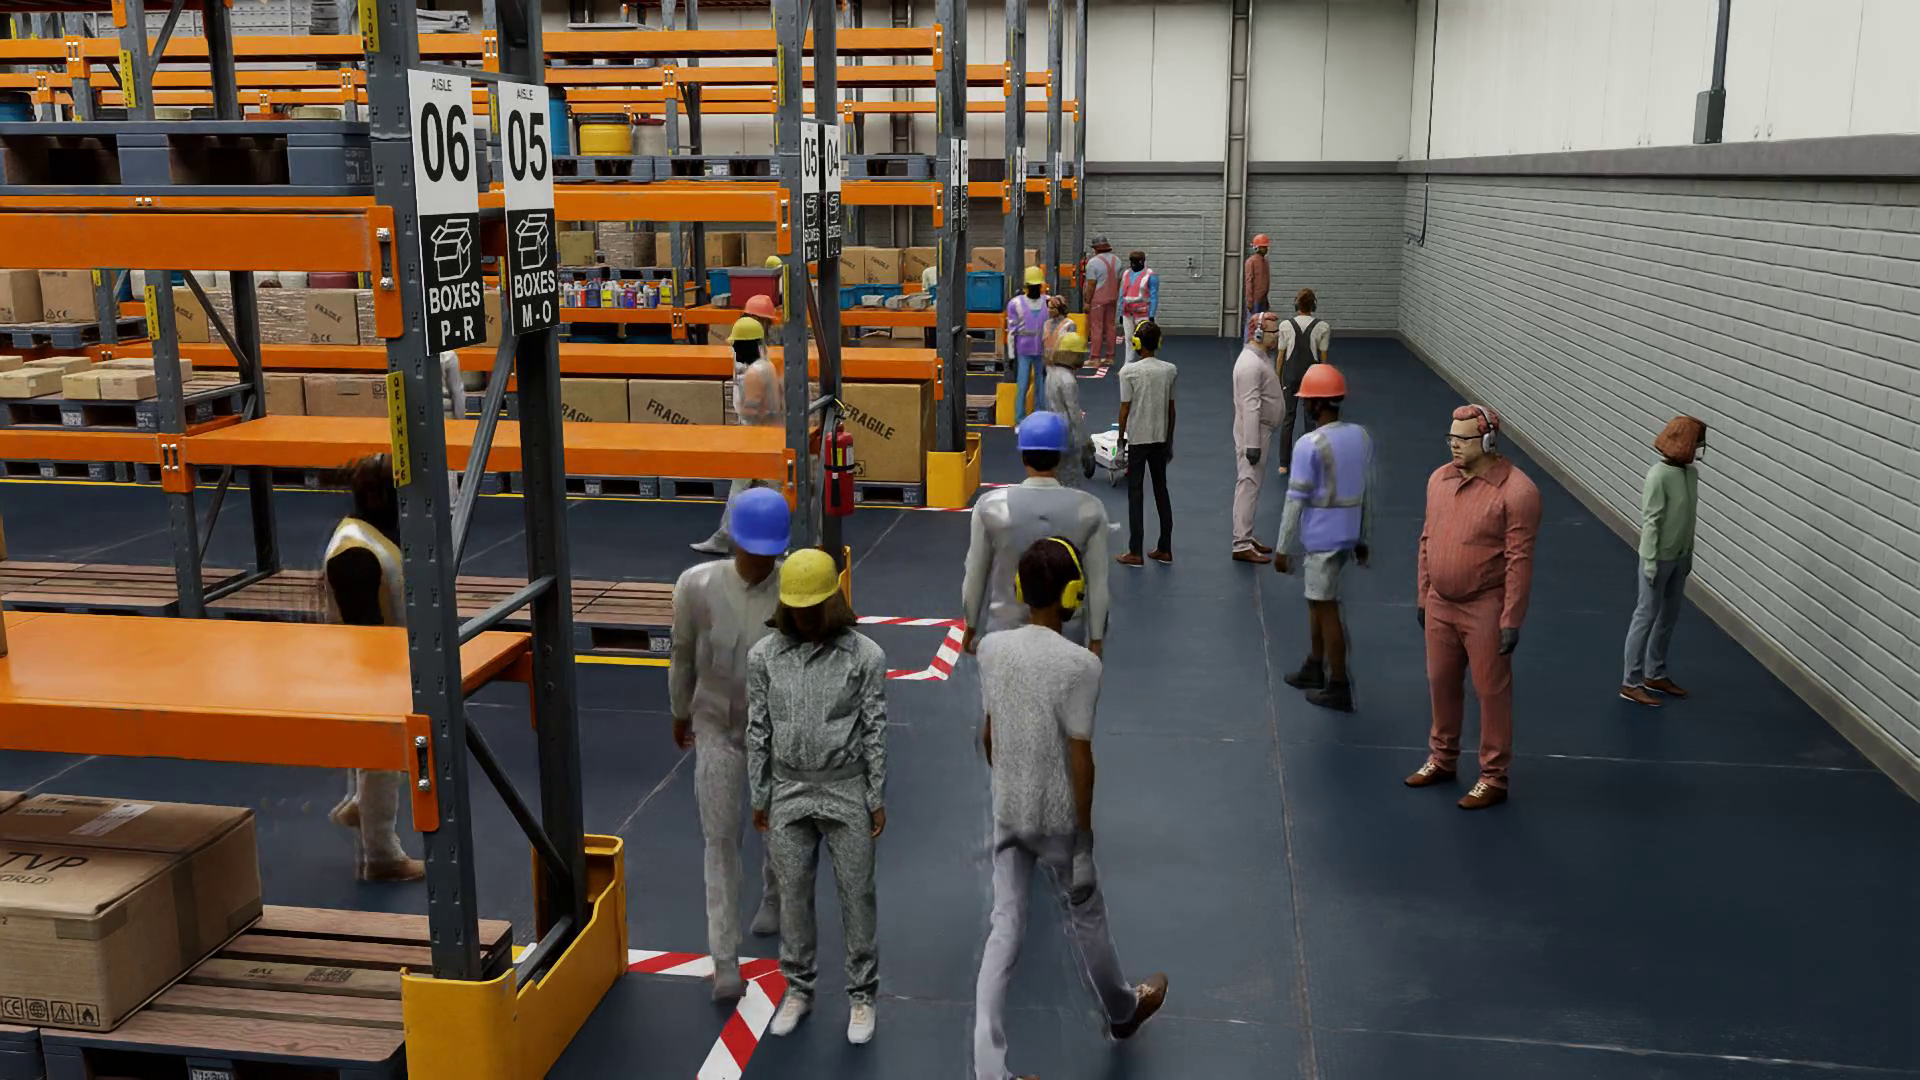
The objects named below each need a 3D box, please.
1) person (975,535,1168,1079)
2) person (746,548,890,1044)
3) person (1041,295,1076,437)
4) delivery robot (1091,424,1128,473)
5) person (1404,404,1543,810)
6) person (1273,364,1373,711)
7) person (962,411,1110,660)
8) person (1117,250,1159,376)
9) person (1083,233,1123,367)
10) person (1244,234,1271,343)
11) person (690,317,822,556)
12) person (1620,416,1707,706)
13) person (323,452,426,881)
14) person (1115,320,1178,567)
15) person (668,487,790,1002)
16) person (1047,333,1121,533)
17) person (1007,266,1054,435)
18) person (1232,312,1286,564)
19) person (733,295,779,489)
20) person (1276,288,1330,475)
[{"bbox_3d":[0.332,0.884,5.382,0.527,1.815,0.968,10,16,37],"label":"person"},{"bbox_3d":[-0.483,0.869,5.654,0.491,1.735,0.326,2,13,8],"label":"person"},{"bbox_3d":[1.079,-1.858,18.196,0.317,1.632,0.524,-10,16,-37],"label":"person"},{"bbox_3d":[1.507,-0.875,15.990,0.477,0.478,0.707,-3,13,-14],"label":"delivery robot"},{"bbox_3d":[2.382,0.307,7.822,0.400,1.900,0.650,-8,15,-32],"label":"person"},{"bbox_3d":[1.980,-0.026,9.279,0.568,1.907,0.726,-10,16,-38],"label":"person"},{"bbox_3d":[0.322,0.380,7.443,0.629,1.918,0.777,-1,13,-6],"label":"person"},{"bbox_3d":[2.557,-3.264,24.066,0.634,1.839,0.429,11,17,41],"label":"person"},{"bbox_3d":[2.132,-3.691,25.532,0.676,2.000,0.536,-10,16,-39],"label":"person"},{"bbox_3d":[4.646,-3.758,25.943,0.375,1.995,0.611,9,15,36],"label":"person"},{"bbox_3d":[-1.544,-0.769,12.751,1.041,1.871,0.603,-1,13,-3],"label":"person"},{"bbox_3d":[3.967,0.110,9.329,0.503,1.628,0.279,-10,16,-38],"label":"person"},{"bbox_3d":[-2.394,0.537,6.929,0.431,1.832,0.630,0,12,0],"label":"person"},{"bbox_3d":[1.413,-0.727,12.587,0.498,1.860,0.338,-6,14,-25],"label":"person"},{"bbox_3d":[-0.767,0.700,6.115,0.641,1.862,1.012,-1,13,-4],"label":"person"},{"bbox_3d":[0.861,-0.809,13.313,0.875,1.687,0.484,-1,13,-3],"label":"person"},{"bbox_3d":[0.834,-2.138,18.828,0.600,1.913,0.405,-3,13,-14],"label":"person"},{"bbox_3d":[2.285,-0.789,12.741,0.402,1.906,0.652,3,13,12],"label":"person"},{"bbox_3d":[-1.738,-1.139,14.296,0.390,1.922,0.554,3,13,12],"label":"person"},{"bbox_3d":[3.349,-1.539,16.292,0.503,1.839,0.344,3,13,15],"label":"person"}]
